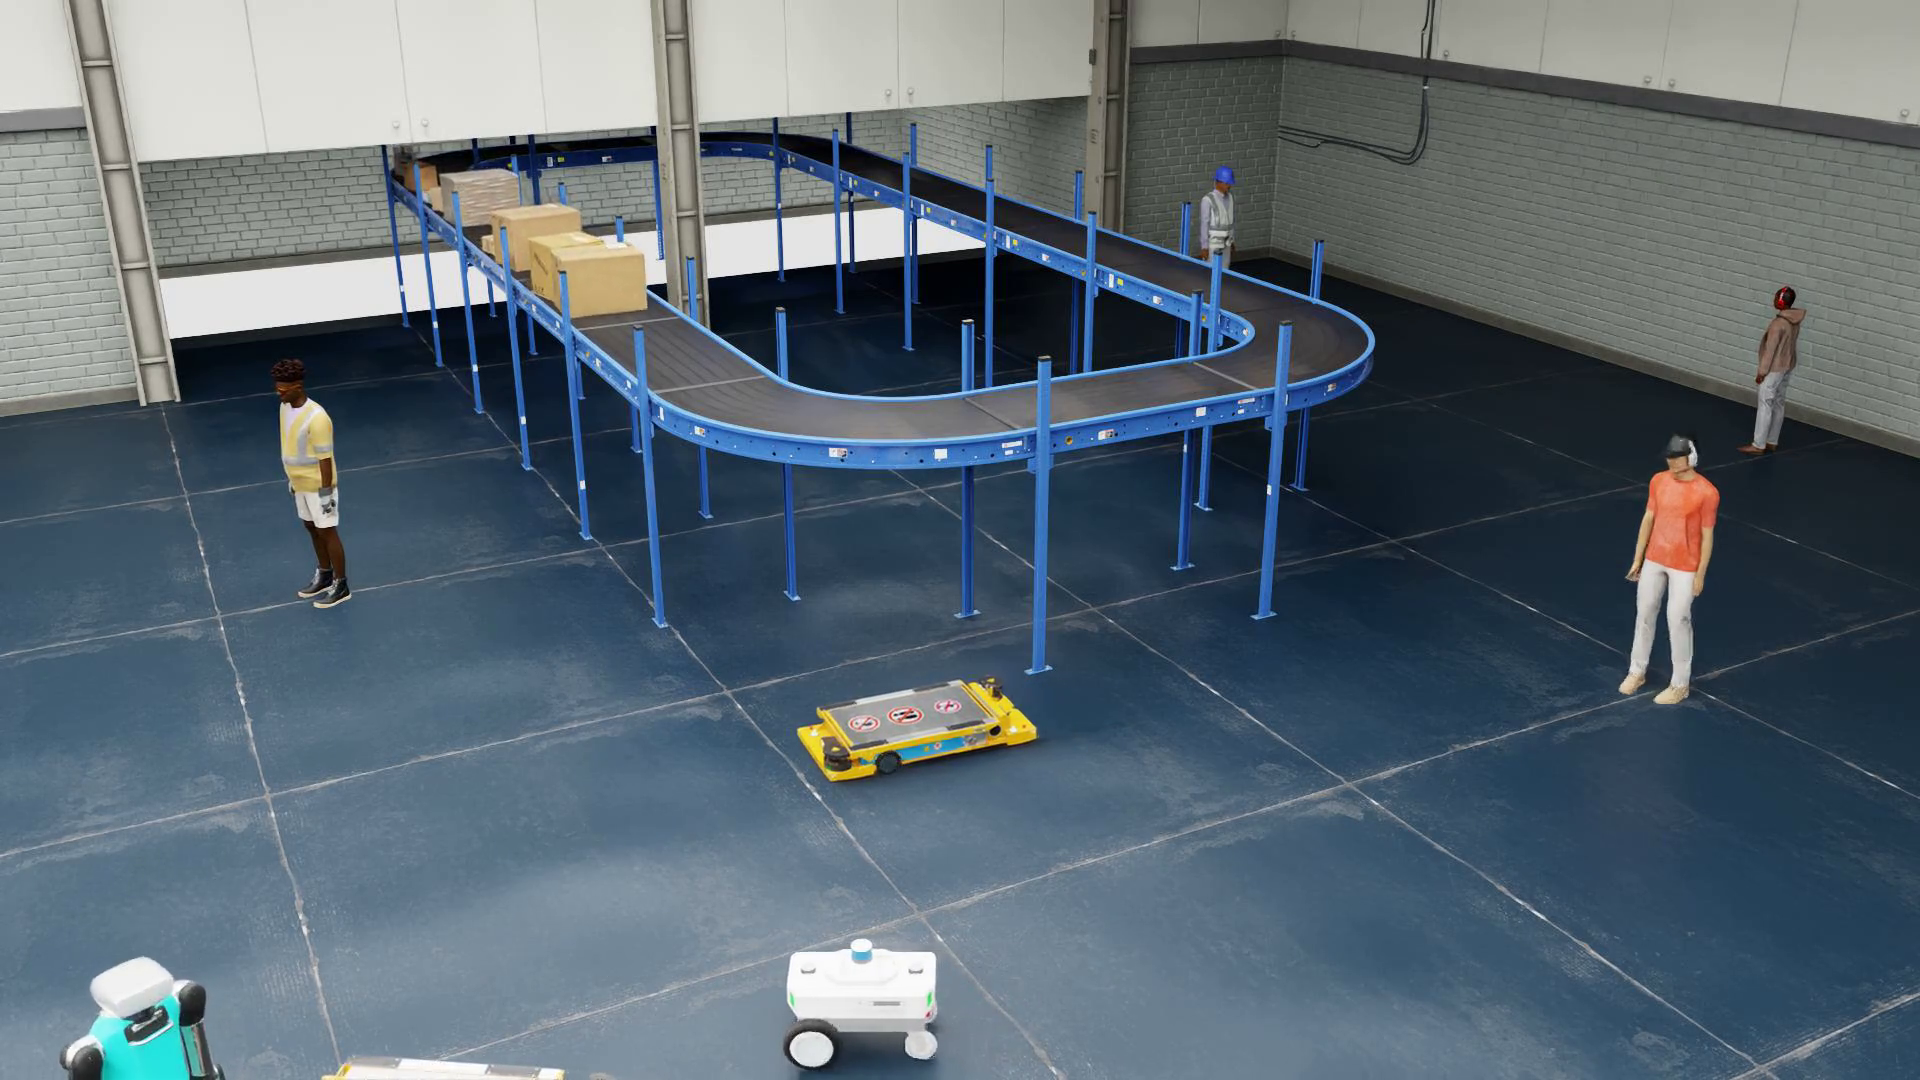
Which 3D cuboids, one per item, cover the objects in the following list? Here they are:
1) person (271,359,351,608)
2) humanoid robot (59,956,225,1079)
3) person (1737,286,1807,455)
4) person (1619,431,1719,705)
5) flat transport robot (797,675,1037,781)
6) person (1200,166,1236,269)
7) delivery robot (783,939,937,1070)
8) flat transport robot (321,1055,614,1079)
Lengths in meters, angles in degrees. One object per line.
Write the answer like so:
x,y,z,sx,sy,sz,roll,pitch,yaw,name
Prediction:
-4.969,-0.447,12.732,0.601,1.958,0.376,20,29,40,person
-2.718,2.382,6.031,0.749,1.795,0.545,11,25,26,humanoid robot
7.883,-1.631,16.069,0.464,1.647,0.318,-16,27,-34,person
4.803,0.189,11.258,0.404,1.900,0.507,-16,27,-35,person
-0.282,1.223,10.853,1.431,0.231,0.659,-9,24,-21,flat transport robot
3.237,-3.719,20.854,0.611,1.935,0.417,-18,28,-38,person
-0.491,2.213,8.042,0.803,0.608,0.499,0,22,0,delivery robot
-2.288,2.626,7.385,1.431,0.231,0.659,2,22,5,flat transport robot
